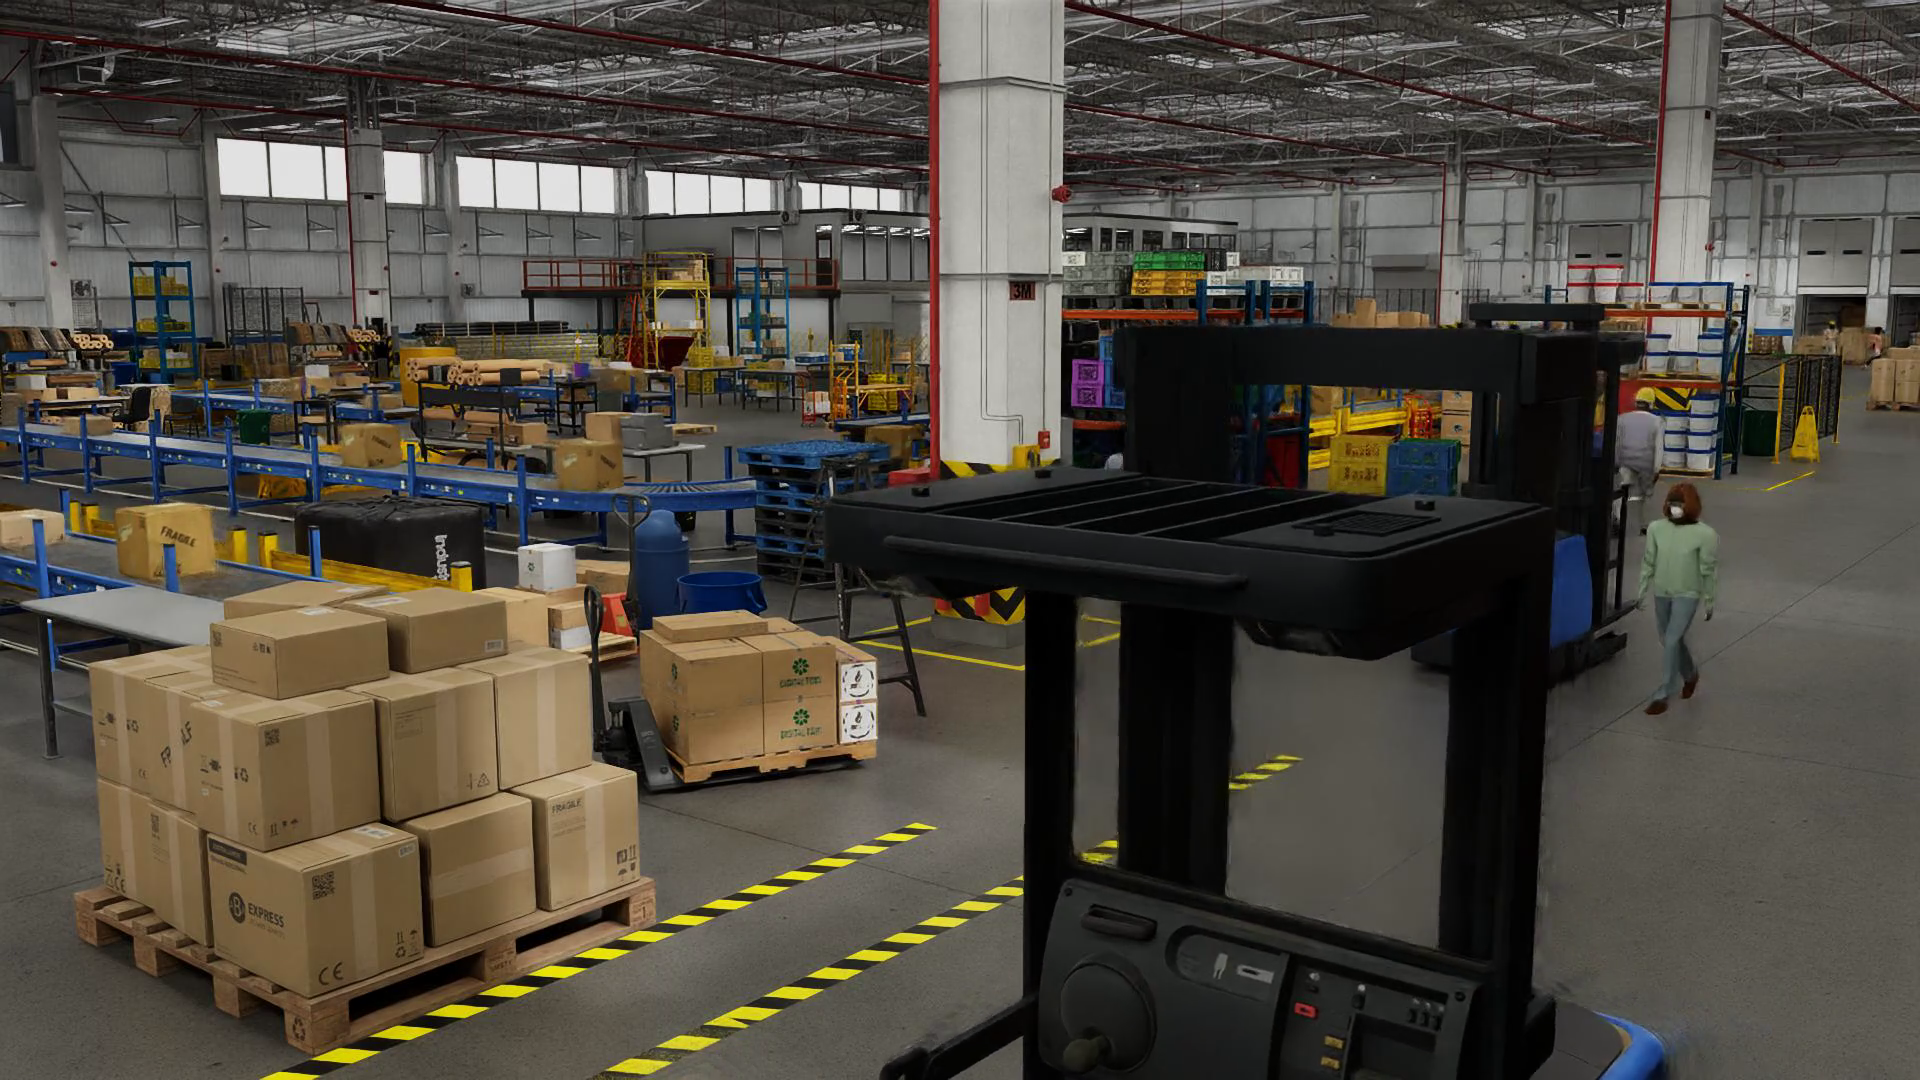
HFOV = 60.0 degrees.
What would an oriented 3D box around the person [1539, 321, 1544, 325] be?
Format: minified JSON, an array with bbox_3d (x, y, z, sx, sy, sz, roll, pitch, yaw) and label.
[{"bbox_3d":[26.765,-9.347,76.063,0.630,1.937,0.429,-1,8,-7],"label":"person"}]

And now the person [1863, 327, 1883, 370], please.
[{"bbox_3d":[34.110,-7.122,61.974,0.535,1.669,0.751,-8,12,-44],"label":"person"}]

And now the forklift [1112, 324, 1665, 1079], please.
[{"bbox_3d":[0.798,0.926,3.655,1.129,2.768,1.873,7,11,38],"label":"forklift"}]

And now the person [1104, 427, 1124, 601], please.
[{"bbox_3d":[1.542,-0.250,15.639,0.406,1.677,0.536,-3,9,-19],"label":"person"}]

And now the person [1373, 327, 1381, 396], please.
[{"bbox_3d":[10.836,-4.556,43.431,0.688,2.000,0.538,5,10,32],"label":"person"}]

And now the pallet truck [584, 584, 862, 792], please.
[{"bbox_3d":[-1.426,0.805,10.019,1.601,1.201,0.680,-4,9,-26],"label":"pallet truck"}]

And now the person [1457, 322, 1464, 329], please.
[{"bbox_3d":[18.694,-7.214,62.085,0.437,1.830,0.620,-1,9,-7],"label":"person"}]

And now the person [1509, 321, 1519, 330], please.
[{"bbox_3d":[20.396,-7.129,61.254,0.803,1.891,0.581,-2,9,-11],"label":"person"}]

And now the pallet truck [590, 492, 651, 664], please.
[{"bbox_3d":[-3.115,0.344,12.883,0.653,1.274,1.630,7,11,37],"label":"pallet truck"}]

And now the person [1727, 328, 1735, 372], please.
[{"bbox_3d":[24.789,-5.971,53.610,0.529,1.851,0.710,-4,10,-28],"label":"person"}]

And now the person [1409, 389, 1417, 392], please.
[{"bbox_3d":[10.950,-3.983,39.941,0.368,1.929,0.542,4,9,26],"label":"person"}]

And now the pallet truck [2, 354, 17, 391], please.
[{"bbox_3d":[-24.881,-4.417,42.634,1.885,1.965,0.823,8,11,41],"label":"pallet truck"}]

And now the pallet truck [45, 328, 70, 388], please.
[{"bbox_3d":[-23.775,-4.544,43.495,1.885,1.965,0.823,6,10,35],"label":"pallet truck"}]

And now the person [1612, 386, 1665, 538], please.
[{"bbox_3d":[7.998,-0.911,19.640,0.588,1.809,0.815,6,10,35],"label":"person"}]

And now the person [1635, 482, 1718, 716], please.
[{"bbox_3d":[5.024,0.383,11.598,0.801,1.605,0.503,-6,10,-36],"label":"person"}]

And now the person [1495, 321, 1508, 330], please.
[{"bbox_3d":[25.829,-9.832,79.281,0.642,1.965,0.772,1,8,4],"label":"person"}]

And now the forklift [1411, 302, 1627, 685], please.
[{"bbox_3d":[4.379,-0.438,12.852,1.129,2.768,1.873,7,11,37],"label":"forklift"}]

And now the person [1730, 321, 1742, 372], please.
[{"bbox_3d":[27.446,-6.813,59.024,0.557,1.931,0.647,-4,9,-26],"label":"person"}]

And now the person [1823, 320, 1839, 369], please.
[{"bbox_3d":[33.338,-7.468,63.620,0.614,1.872,1.009,0,8,3],"label":"person"}]

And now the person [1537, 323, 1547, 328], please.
[{"bbox_3d":[17.100,-5.382,49.055,0.426,2.038,0.657,0,8,0],"label":"person"}]
